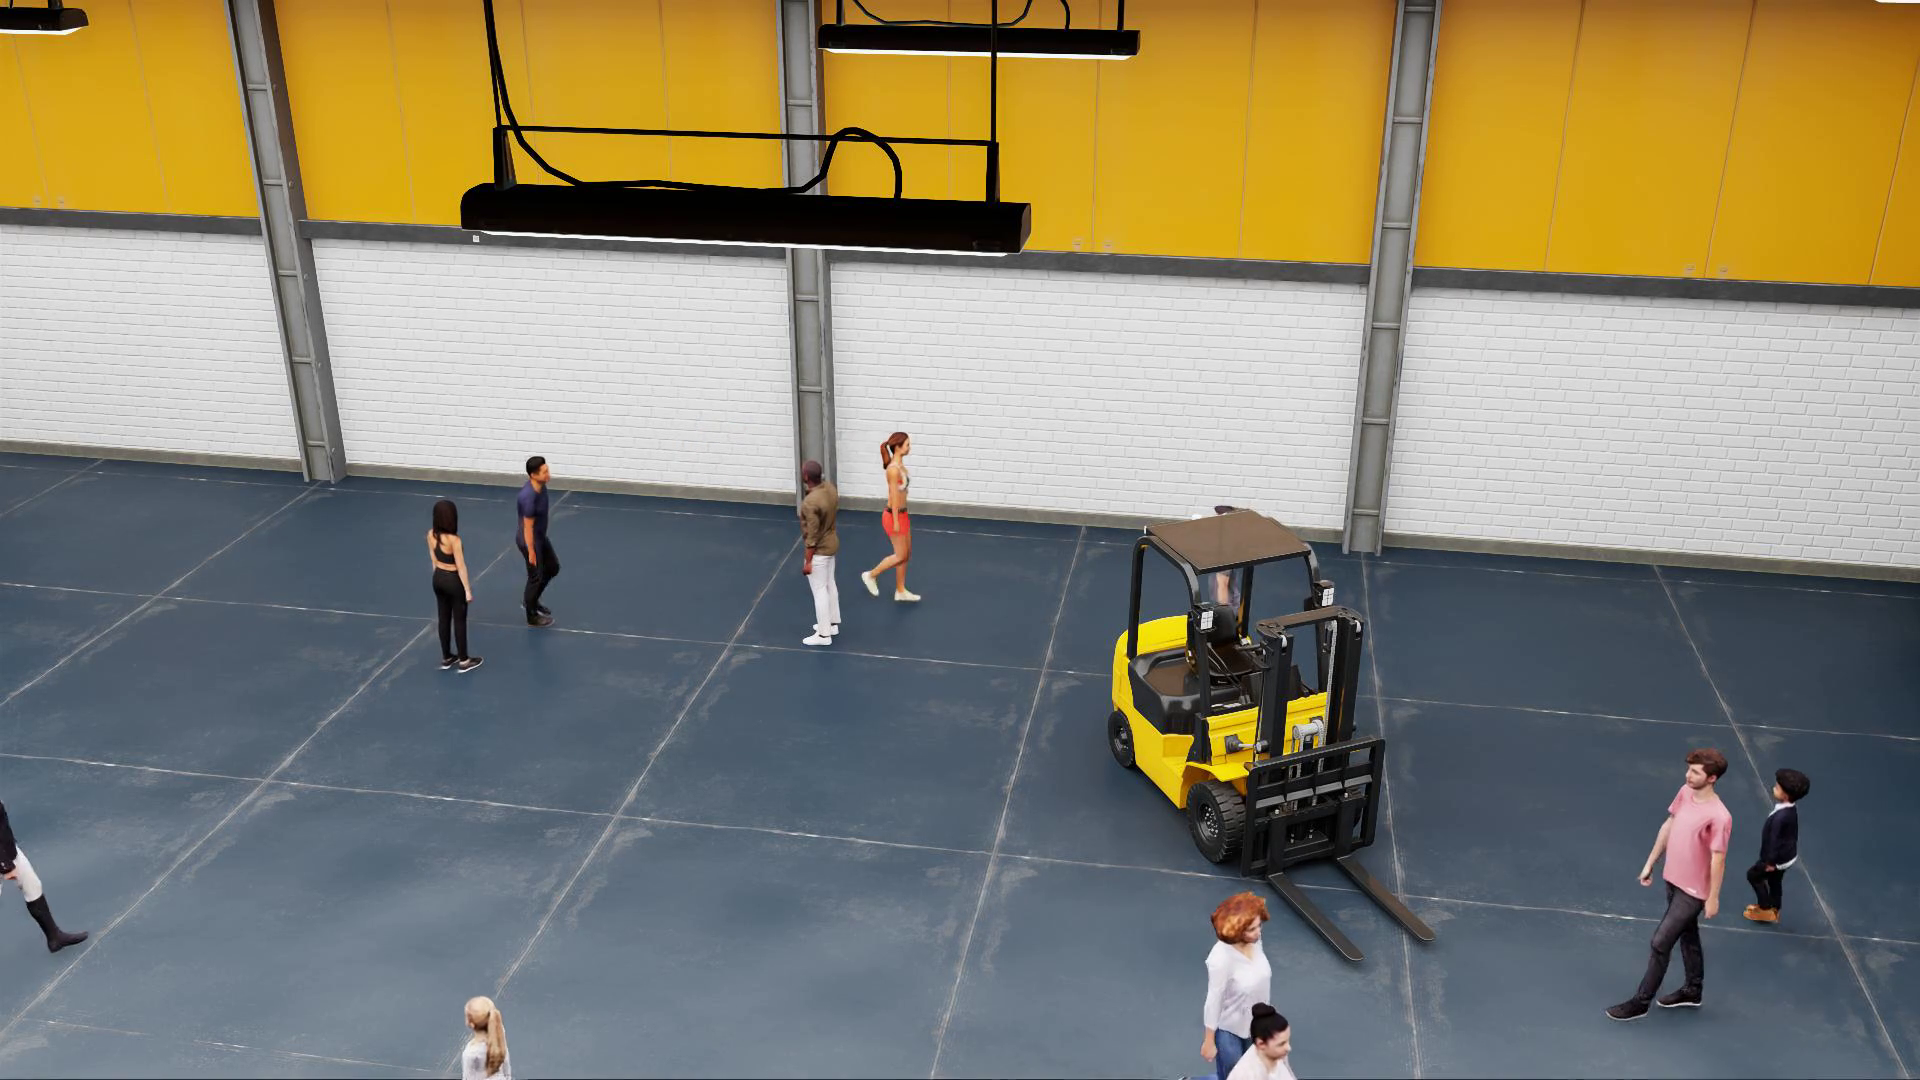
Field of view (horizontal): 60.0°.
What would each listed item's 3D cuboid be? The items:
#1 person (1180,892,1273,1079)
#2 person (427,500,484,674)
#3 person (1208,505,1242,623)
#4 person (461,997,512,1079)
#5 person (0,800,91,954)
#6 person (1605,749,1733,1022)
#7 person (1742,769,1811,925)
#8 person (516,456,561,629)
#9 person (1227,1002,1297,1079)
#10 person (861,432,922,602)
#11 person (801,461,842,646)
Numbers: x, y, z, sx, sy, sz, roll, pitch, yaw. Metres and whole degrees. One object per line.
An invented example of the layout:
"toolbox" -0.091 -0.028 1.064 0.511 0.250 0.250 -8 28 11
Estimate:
"person" 1.500 2.744 9.632 0.903 1.699 0.852 18 29 35
"person" -4.623 0.412 15.036 0.521 1.643 0.665 10 26 22
"person" 2.387 0.585 14.383 0.965 1.848 0.710 7 25 16
"person" -2.591 3.126 9.304 0.859 1.262 0.578 9 25 19
"person" -6.468 2.173 10.950 1.189 1.690 1.086 -14 27 -29
"person" 4.736 2.195 10.601 1.034 1.929 0.831 -3 24 -7
"person" 5.740 2.167 11.555 0.587 1.215 0.627 -22 32 -40
"person" -4.123 0.013 15.796 0.714 1.766 0.690 1 24 2
"person" 1.462 3.141 8.714 1.230 1.707 1.030 18 30 36
"person" -0.708 -0.202 16.275 0.806 1.775 0.584 3 24 7
"person" -1.299 0.104 15.514 0.638 1.824 0.756 8 25 18
